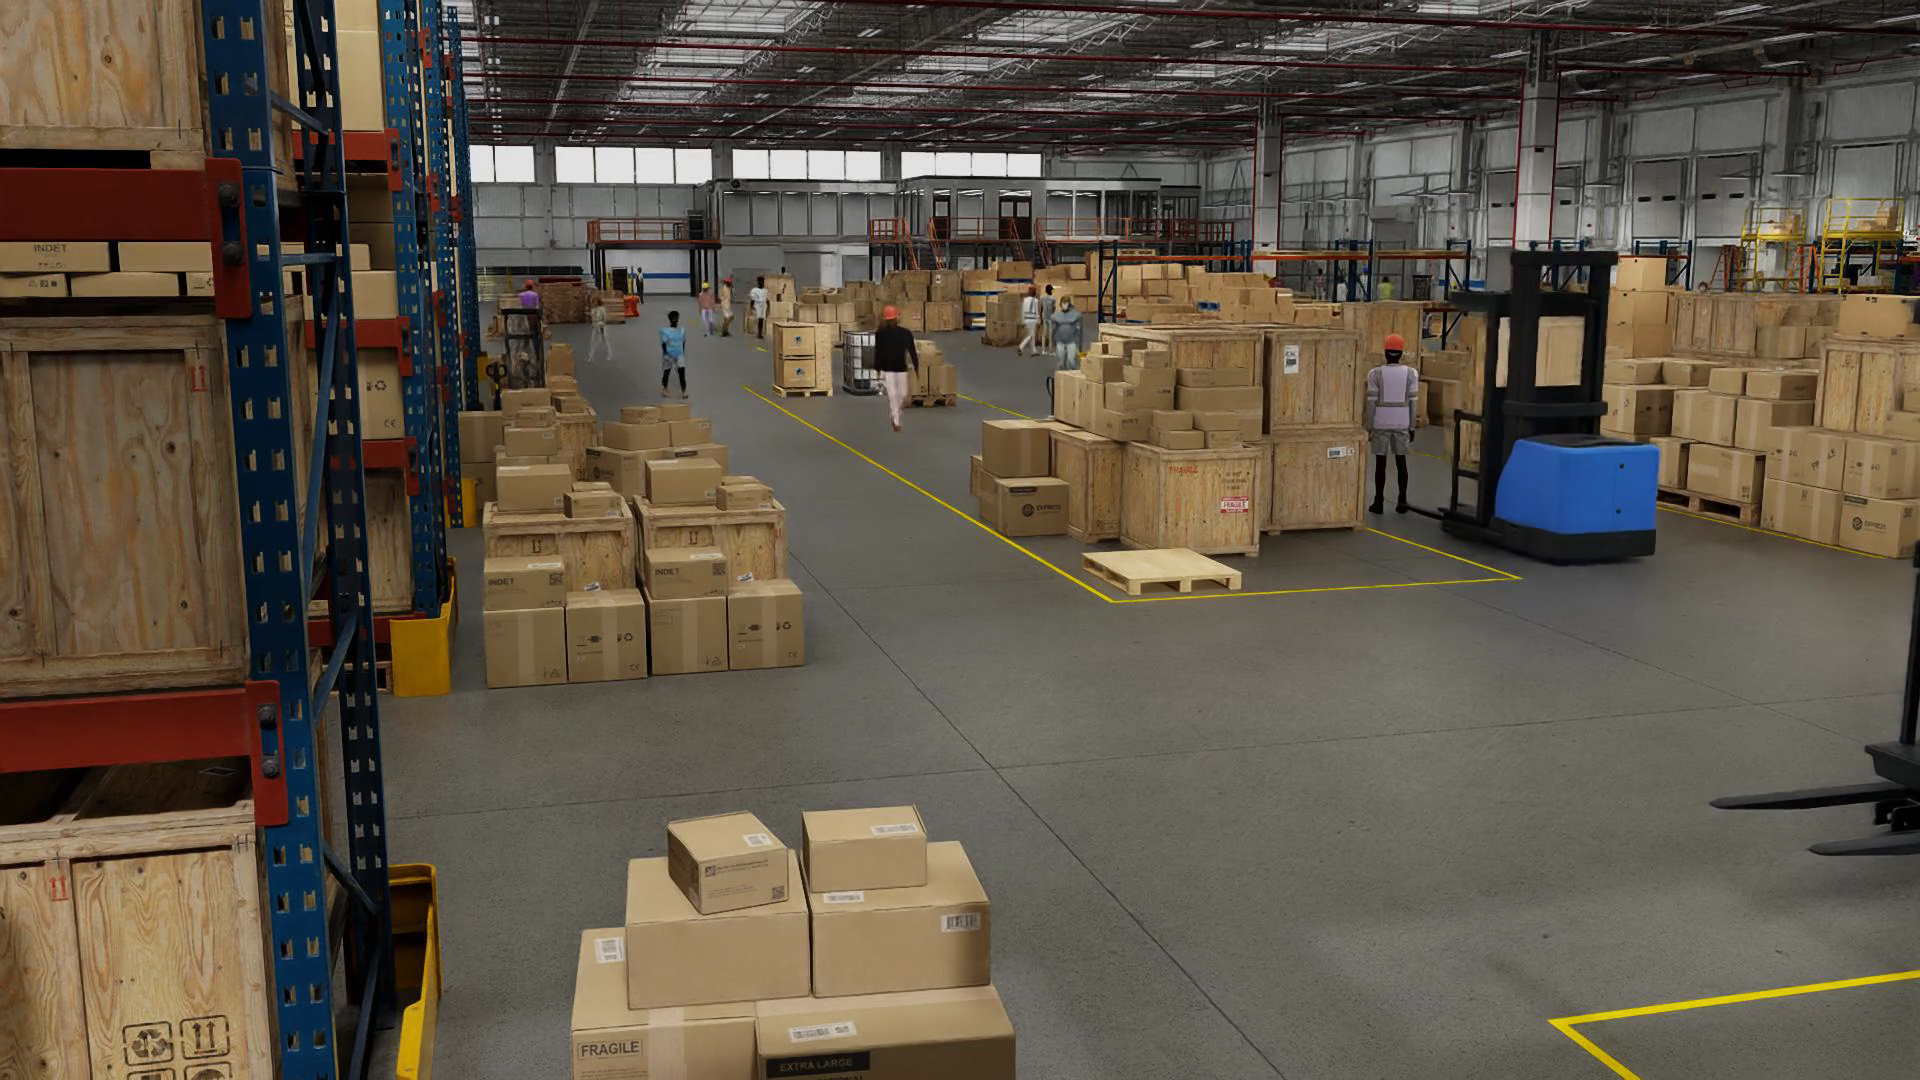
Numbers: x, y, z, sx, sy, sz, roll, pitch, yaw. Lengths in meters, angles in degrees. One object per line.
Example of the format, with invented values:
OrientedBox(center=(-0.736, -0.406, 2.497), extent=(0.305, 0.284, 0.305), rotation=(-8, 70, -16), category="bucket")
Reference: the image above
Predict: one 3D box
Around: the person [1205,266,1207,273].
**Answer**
OrientedBox(center=(11.833, -12.295, 80.460), extent=(0.373, 1.939, 0.545), rotation=(0, 10, -2), category="person")

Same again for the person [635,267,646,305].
OrientedBox(center=(-15.743, -12.496, 81.861), extent=(0.506, 1.846, 0.345), rotation=(7, 12, 35), category="person")

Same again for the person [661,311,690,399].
OrientedBox(center=(-5.435, -3.503, 31.471), extent=(0.528, 1.658, 0.874), rotation=(-6, 12, -31), category="person")

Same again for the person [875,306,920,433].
OrientedBox(center=(-0.982, -2.650, 25.824), extent=(0.678, 1.953, 0.676), rotation=(-2, 10, -13), category="person")

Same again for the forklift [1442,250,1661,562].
OrientedBox(center=(5.594, -1.312, 15.600), extent=(1.129, 2.768, 1.873), rotation=(-3, 10, -16), category="forklift")

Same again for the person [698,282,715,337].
OrientedBox(center=(-8.058, -7.335, 52.899), extent=(0.542, 1.750, 0.484), rotation=(-1, 10, -5), category="person")

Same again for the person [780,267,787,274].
OrientedBox(center=(-8.214, -11.755, 77.459), extent=(0.596, 1.918, 0.385), rotation=(-2, 10, -14), category="person")

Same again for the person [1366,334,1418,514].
OrientedBox(center=(4.624, -1.245, 17.889), extent=(0.547, 1.937, 0.379), rotation=(0, 10, 2), category="person")

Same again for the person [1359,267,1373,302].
OrientedBox(center=(18.051, -11.161, 74.045), extent=(0.603, 1.937, 0.402), rotation=(6, 11, 29), category="person")

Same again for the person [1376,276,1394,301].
OrientedBox(center=(15.071, -8.471, 59.191), extent=(0.657, 1.800, 0.898), rotation=(-1, 10, -8), category="person")

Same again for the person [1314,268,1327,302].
OrientedBox(center=(17.201, -12.060, 79.444), extent=(0.623, 1.835, 0.431), rotation=(10, 14, 44), category="person")

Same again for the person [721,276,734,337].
OrientedBox(center=(-7.398, -7.402, 52.831), extent=(0.463, 1.919, 0.546), rotation=(0, 10, 2), category="person")

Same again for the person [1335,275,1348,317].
OrientedBox(center=(13.556, -8.467, 59.023), extent=(0.517, 1.855, 0.553), rotation=(7, 12, 33), category="person")

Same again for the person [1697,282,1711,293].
OrientedBox(center=(19.881, -5.961, 44.626), extent=(0.661, 1.921, 0.559), rotation=(6, 12, 30), category="person")

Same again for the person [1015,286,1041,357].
OrientedBox(center=(1.764, -5.642, 43.041), extent=(0.813, 1.859, 0.604), rotation=(-8, 13, -37), category="person")

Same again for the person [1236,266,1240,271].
OrientedBox(center=(12.763, -11.583, 76.350), extent=(0.705, 1.971, 0.632), rotation=(-2, 10, -13), category="person")

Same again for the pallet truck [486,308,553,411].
OrientedBox(center=(-6.242, -2.418, 24.362), extent=(0.823, 1.965, 1.885), rotation=(1, 10, 3), category="pallet truck")

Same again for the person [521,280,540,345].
OrientedBox(center=(-12.417, -6.550, 47.991), extent=(0.551, 1.915, 0.835), rotation=(3, 10, 15), category="person")

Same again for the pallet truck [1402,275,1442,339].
OrientedBox(center=(14.620, -7.324, 52.145), extent=(0.823, 1.965, 1.885), rotation=(8, 13, 40), category="pallet truck")

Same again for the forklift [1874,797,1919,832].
OrientedBox(center=(5.539, 0.092, 7.650), extent=(1.873, 2.768, 1.129), rotation=(-3, 10, -15), category="forklift")

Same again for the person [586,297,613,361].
OrientedBox(center=(-9.057, -5.291, 41.777), extent=(0.515, 1.599, 0.845), rotation=(5, 11, 26), category="person")

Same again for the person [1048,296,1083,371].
OrientedBox(center=(2.032, -3.765, 32.230), extent=(0.661, 1.901, 0.921), rotation=(1, 10, 8), category="person")

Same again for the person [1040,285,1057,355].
OrientedBox(center=(2.355, -5.824, 44.057), extent=(0.519, 1.860, 0.320), rotation=(6, 12, 32), category="person")

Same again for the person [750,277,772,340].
OrientedBox(center=(-6.041, -7.095, 51.000), extent=(0.642, 1.936, 0.819), rotation=(-9, 13, -41), category="person")

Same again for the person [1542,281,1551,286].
OrientedBox(center=(14.202, -5.276, 40.424), extent=(0.675, 2.000, 0.537), rotation=(3, 11, 19), category="person")
